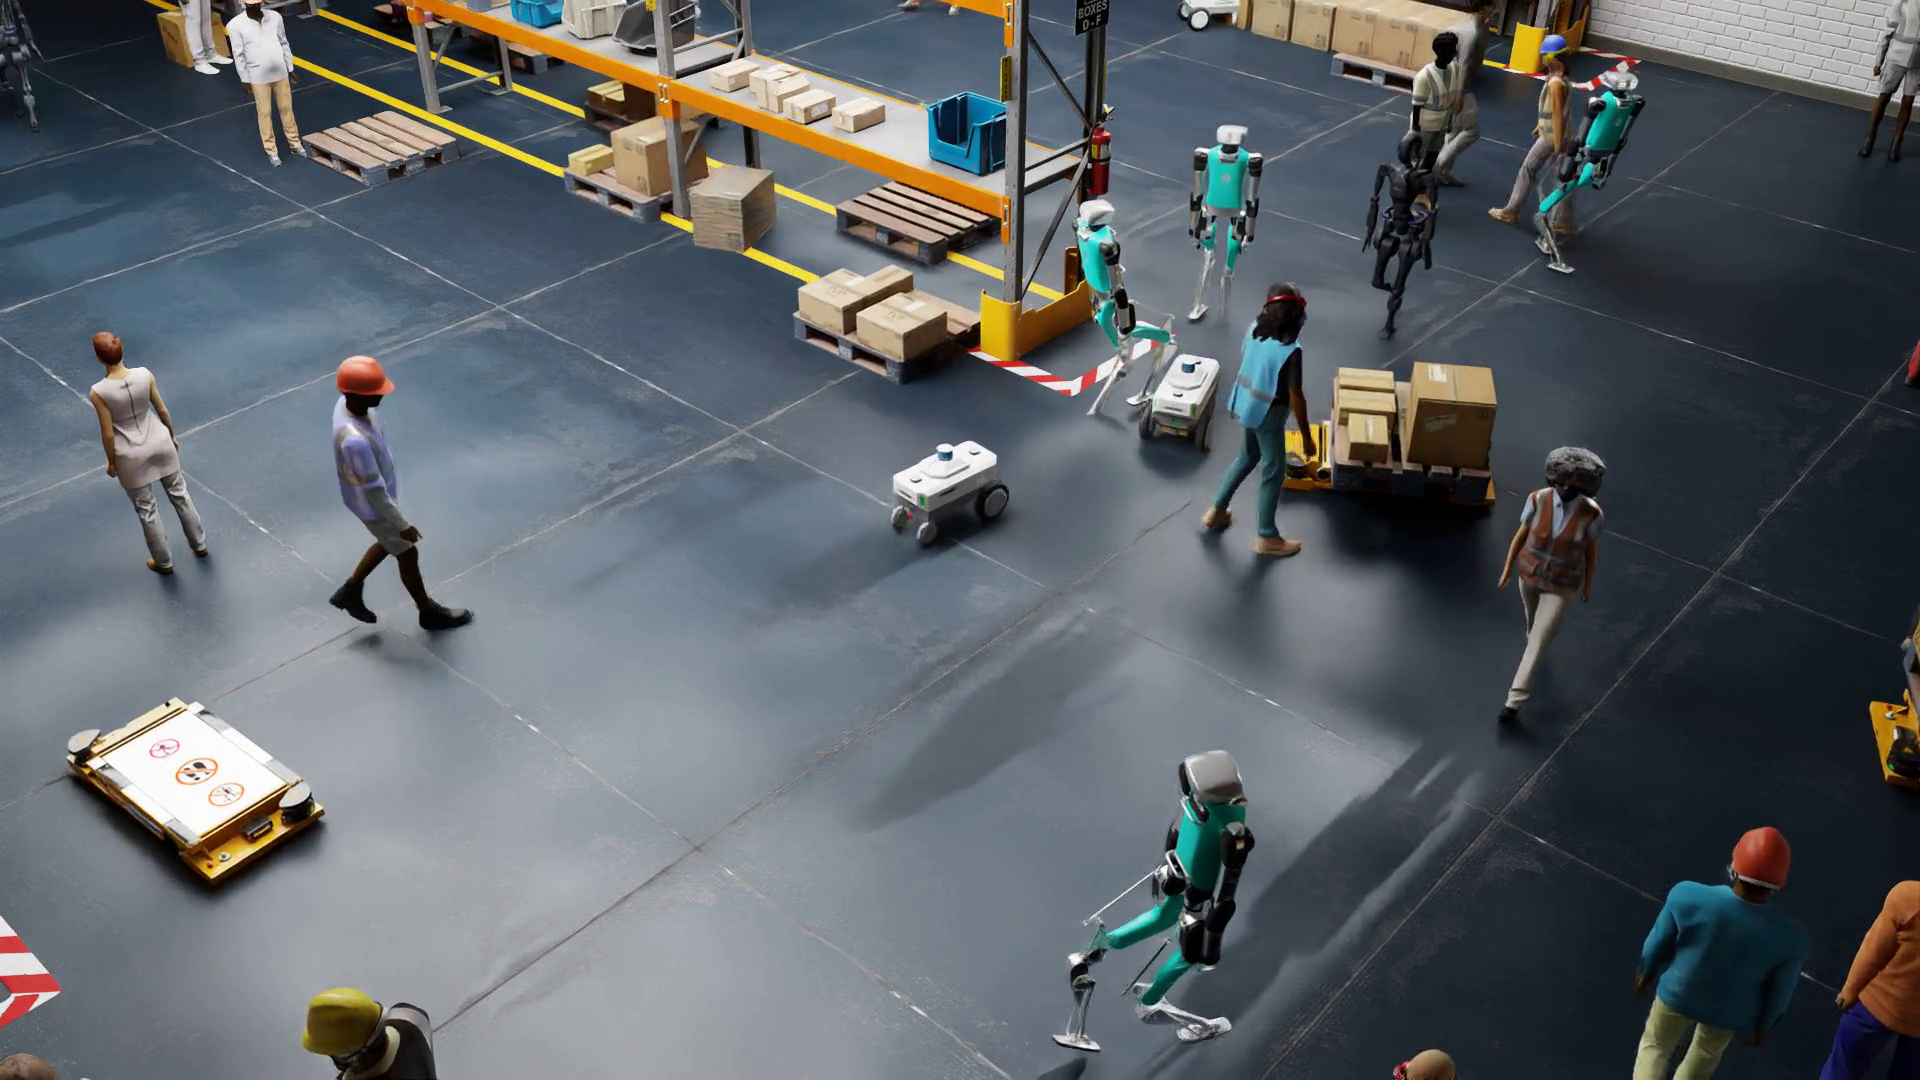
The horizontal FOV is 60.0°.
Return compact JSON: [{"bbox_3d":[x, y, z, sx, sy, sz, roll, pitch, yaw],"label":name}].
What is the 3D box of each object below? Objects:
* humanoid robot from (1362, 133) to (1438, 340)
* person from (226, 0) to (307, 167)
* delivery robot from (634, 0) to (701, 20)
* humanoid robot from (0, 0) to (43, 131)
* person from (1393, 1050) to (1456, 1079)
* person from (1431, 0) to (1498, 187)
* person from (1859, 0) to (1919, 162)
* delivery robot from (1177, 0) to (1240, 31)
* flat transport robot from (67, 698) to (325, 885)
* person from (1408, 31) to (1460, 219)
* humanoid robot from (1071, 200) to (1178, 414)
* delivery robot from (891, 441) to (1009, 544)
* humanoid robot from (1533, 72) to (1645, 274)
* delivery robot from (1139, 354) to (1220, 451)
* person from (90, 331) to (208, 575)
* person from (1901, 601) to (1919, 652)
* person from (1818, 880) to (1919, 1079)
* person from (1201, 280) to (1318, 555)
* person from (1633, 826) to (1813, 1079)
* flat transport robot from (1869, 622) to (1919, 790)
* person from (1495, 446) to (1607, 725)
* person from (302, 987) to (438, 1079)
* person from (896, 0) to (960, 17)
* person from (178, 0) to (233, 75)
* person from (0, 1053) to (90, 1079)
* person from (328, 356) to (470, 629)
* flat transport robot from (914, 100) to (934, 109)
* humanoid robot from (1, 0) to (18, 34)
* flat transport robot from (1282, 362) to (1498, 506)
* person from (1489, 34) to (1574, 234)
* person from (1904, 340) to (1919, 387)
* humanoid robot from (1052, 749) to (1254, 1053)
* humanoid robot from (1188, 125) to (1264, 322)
[{"bbox_3d":[3.515,-2.417,13.078,0.601,1.646,0.522,25,42,32],"label":"humanoid robot"},{"bbox_3d":[-6.667,-4.504,16.027,0.329,1.750,0.571,28,43,34],"label":"person"},{"bbox_3d":[-3.518,-6.527,19.998,0.759,0.575,0.499,14,37,20],"label":"delivery robot"},{"bbox_3d":[-9.700,-5.017,16.877,0.608,1.623,0.775,-17,38,-23],"label":"humanoid robot"},{"bbox_3d":[1.535,2.452,6.011,0.475,1.681,0.517,-28,43,-34],"label":"person"},{"bbox_3d":[4.694,-4.189,15.458,0.465,1.878,0.560,9,36,12],"label":"person"},{"bbox_3d":[9.147,-4.628,16.064,0.547,1.924,0.385,14,37,19],"label":"person"},{"bbox_3d":[2.991,-6.400,19.832,0.767,0.596,0.523,-6,35,-9],"label":"delivery robot"},{"bbox_3d":[-4.127,1.293,8.936,1.431,0.231,0.659,24,41,31],"label":"flat transport robot"},{"bbox_3d":[4.238,-3.742,14.981,0.533,1.691,0.319,-22,40,-29],"label":"person"},{"bbox_3d":[1.240,-1.647,11.972,0.928,1.771,0.537,-15,37,-20],"label":"humanoid robot"},{"bbox_3d":[-0.080,-0.360,11.098,0.815,0.614,0.499,-27,43,-33],"label":"delivery robot"},{"bbox_3d":[5.219,-3.197,14.143,0.568,1.735,0.893,-12,36,-17],"label":"humanoid robot"},{"bbox_3d":[1.637,-1.043,12.060,0.499,0.583,0.765,13,37,17],"label":"delivery robot"},{"bbox_3d":[-5.099,-0.544,10.372,0.273,1.657,0.464,25,42,32],"label":"person"},{"bbox_3d":[5.904,-0.050,9.502,0.328,1.838,0.504,-18,39,-24],"label":"person"},{"bbox_3d":[3.805,1.851,6.636,0.516,1.973,0.402,14,37,19],"label":"person"},{"bbox_3d":[1.915,-0.737,10.489,0.499,1.859,0.702,-12,36,-16],"label":"person"},{"bbox_3d":[3.063,1.871,6.812,0.569,1.729,0.727,16,38,21],"label":"person"},{"bbox_3d":[5.804,1.199,9.074,1.431,0.231,0.659,10,36,14],"label":"flat transport robot"},{"bbox_3d":[3.283,0.204,9.300,0.461,1.640,0.890,23,41,30],"label":"person"},{"bbox_3d":[-2.079,2.279,6.140,0.404,1.824,0.586,0,35,1],"label":"person"},{"bbox_3d":[-0.350,-7.171,19.918,0.671,1.732,0.629,-27,43,-33],"label":"person"},{"bbox_3d":[-8.389,-6.098,18.206,0.405,1.904,0.651,2,35,3],"label":"person"},{"bbox_3d":[-3.164,2.437,6.049,0.339,1.663,0.486,13,37,17],"label":"person"},{"bbox_3d":[-3.421,-0.240,9.709,0.830,1.909,0.634,-9,36,-13],"label":"person"},{"bbox_3d":[-0.130,-4.118,16.776,1.431,0.231,0.659,24,41,30],"label":"flat transport robot"},{"bbox_3d":[-11.274,-6.673,19.242,0.532,1.779,1.035,-16,38,-21],"label":"humanoid robot"},{"bbox_3d":[2.973,-0.540,11.593,1.431,0.231,0.659,6,35,8],"label":"flat transport robot"},{"bbox_3d":[5.196,-3.580,14.715,0.843,1.709,0.484,18,39,25],"label":"person"},{"bbox_3d":[7.442,-1.886,12.233,0.516,1.756,0.345,29,44,35],"label":"person"},{"bbox_3d":[0.756,1.674,7.148,1.022,1.787,0.540,-10,36,-14],"label":"humanoid robot"},{"bbox_3d":[2.087,-2.464,13.160,0.536,1.869,0.759,8,35,11],"label":"humanoid robot"}]
